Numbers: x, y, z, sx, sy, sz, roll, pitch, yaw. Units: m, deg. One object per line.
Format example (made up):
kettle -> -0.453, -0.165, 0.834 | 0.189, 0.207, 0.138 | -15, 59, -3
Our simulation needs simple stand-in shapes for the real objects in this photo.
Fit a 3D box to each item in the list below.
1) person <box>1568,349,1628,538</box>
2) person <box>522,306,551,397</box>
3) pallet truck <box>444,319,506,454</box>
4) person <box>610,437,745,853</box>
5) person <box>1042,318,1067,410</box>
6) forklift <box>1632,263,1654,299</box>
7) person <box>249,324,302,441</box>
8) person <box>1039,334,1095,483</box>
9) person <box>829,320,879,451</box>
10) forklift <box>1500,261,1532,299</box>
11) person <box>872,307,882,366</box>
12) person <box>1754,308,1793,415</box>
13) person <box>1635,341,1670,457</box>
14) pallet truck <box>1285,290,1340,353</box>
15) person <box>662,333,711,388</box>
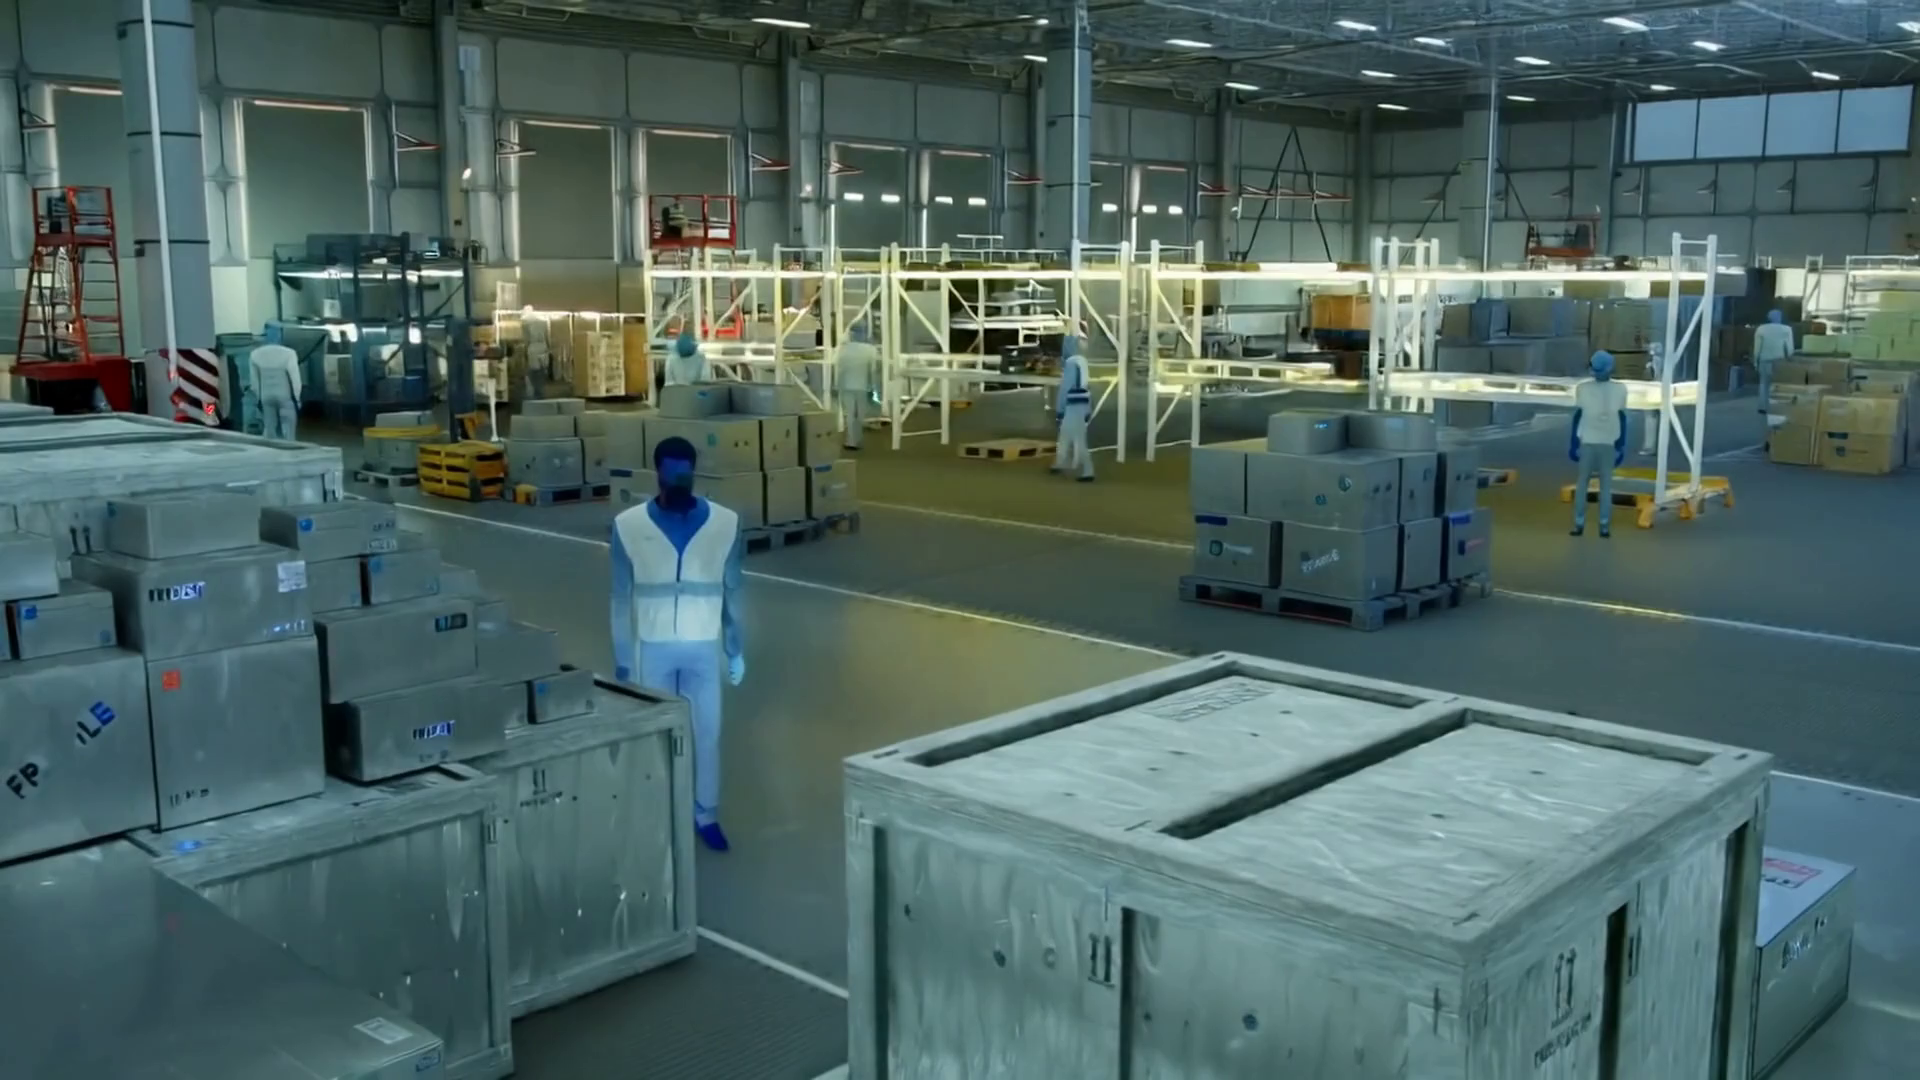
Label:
person -> 6.311, -0.953, 16.462 | 0.531, 1.875, 0.316 | 4, 10, 23
person -> -8.722, -3.882, 34.342 | 0.618, 1.905, 0.643 | -7, 12, -37
pallet truck -> -6.981, -1.942, 22.150 | 1.885, 1.965, 0.823 | 1, 9, 9
person -> -1.278, 0.481, 7.545 | 0.597, 1.914, 0.372 | -3, 10, -16
person -> 1.791, -3.320, 31.396 | 0.484, 1.739, 0.319 | -2, 9, -11
forklift -> 18.508, -6.155, 45.282 | 1.873, 2.768, 1.129 | 3, 10, 17
person -> -8.876, -1.829, 21.636 | 0.632, 1.940, 0.372 | 0, 9, 0
person -> 1.306, -1.629, 20.693 | 0.895, 1.840, 0.603 | 4, 10, 22
person -> -1.560, -2.253, 24.351 | 0.733, 1.895, 0.564 | -2, 10, -15
forklift -> 12.654, -4.978, 38.067 | 1.873, 2.768, 1.129 | 9, 13, 43
person -> -2.203, -5.406, 44.517 | 0.320, 1.632, 0.524 | -1, 9, -9
person -> 14.774, -3.233, 30.246 | 0.627, 1.940, 0.372 | 4, 10, 21
person -> 9.849, -1.998, 23.591 | 0.514, 1.641, 0.307 | -6, 11, -31
pallet truck -> 11.297, -6.951, 52.861 | 1.885, 1.965, 0.823 | -5, 11, -29
person -> -3.506, -1.727, 21.320 | 0.634, 1.839, 0.429 | 1, 9, 5
